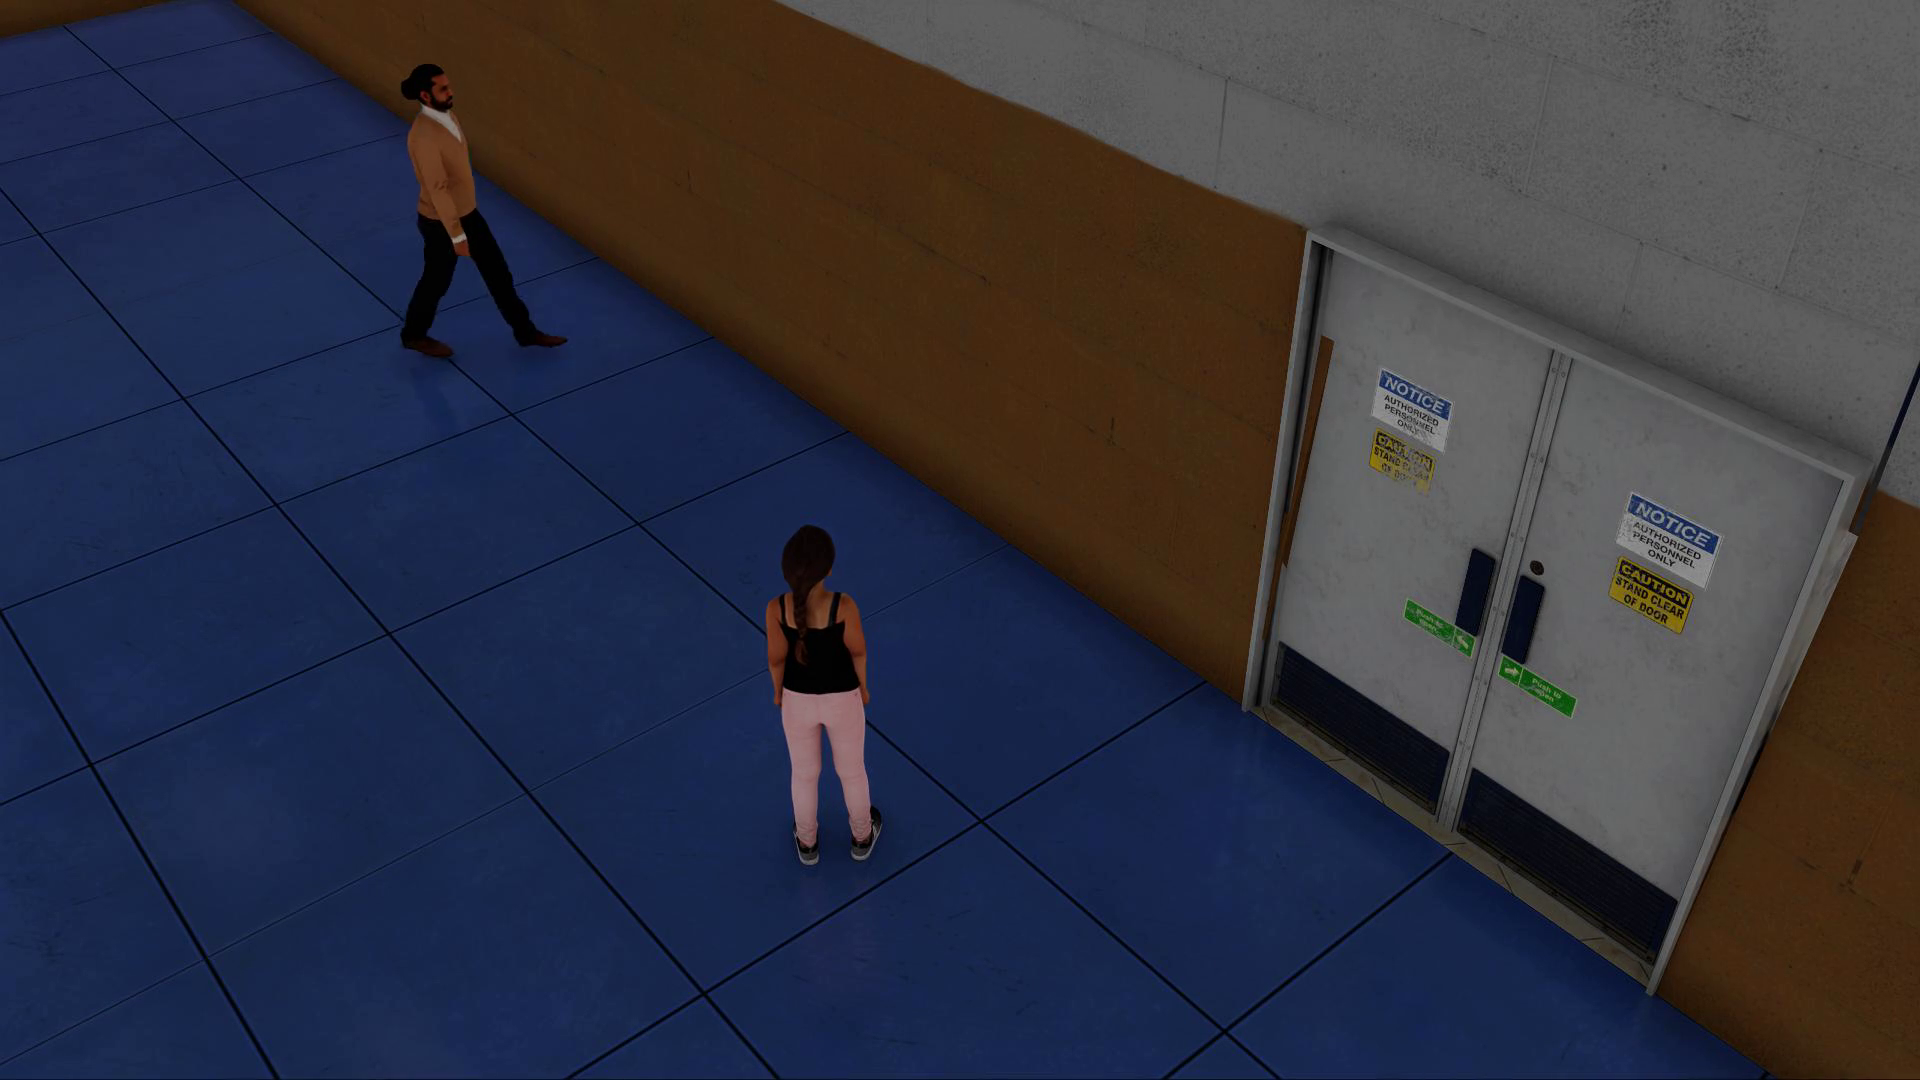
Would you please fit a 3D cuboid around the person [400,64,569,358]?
[{"bbox_3d":[-2.886,-1.751,9.181,1.243,1.710,1.170,2,37,3],"label":"person"}]

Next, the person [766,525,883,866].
[{"bbox_3d":[-0.512,0.595,6.177,0.617,1.565,0.686,0,37,1],"label":"person"}]
